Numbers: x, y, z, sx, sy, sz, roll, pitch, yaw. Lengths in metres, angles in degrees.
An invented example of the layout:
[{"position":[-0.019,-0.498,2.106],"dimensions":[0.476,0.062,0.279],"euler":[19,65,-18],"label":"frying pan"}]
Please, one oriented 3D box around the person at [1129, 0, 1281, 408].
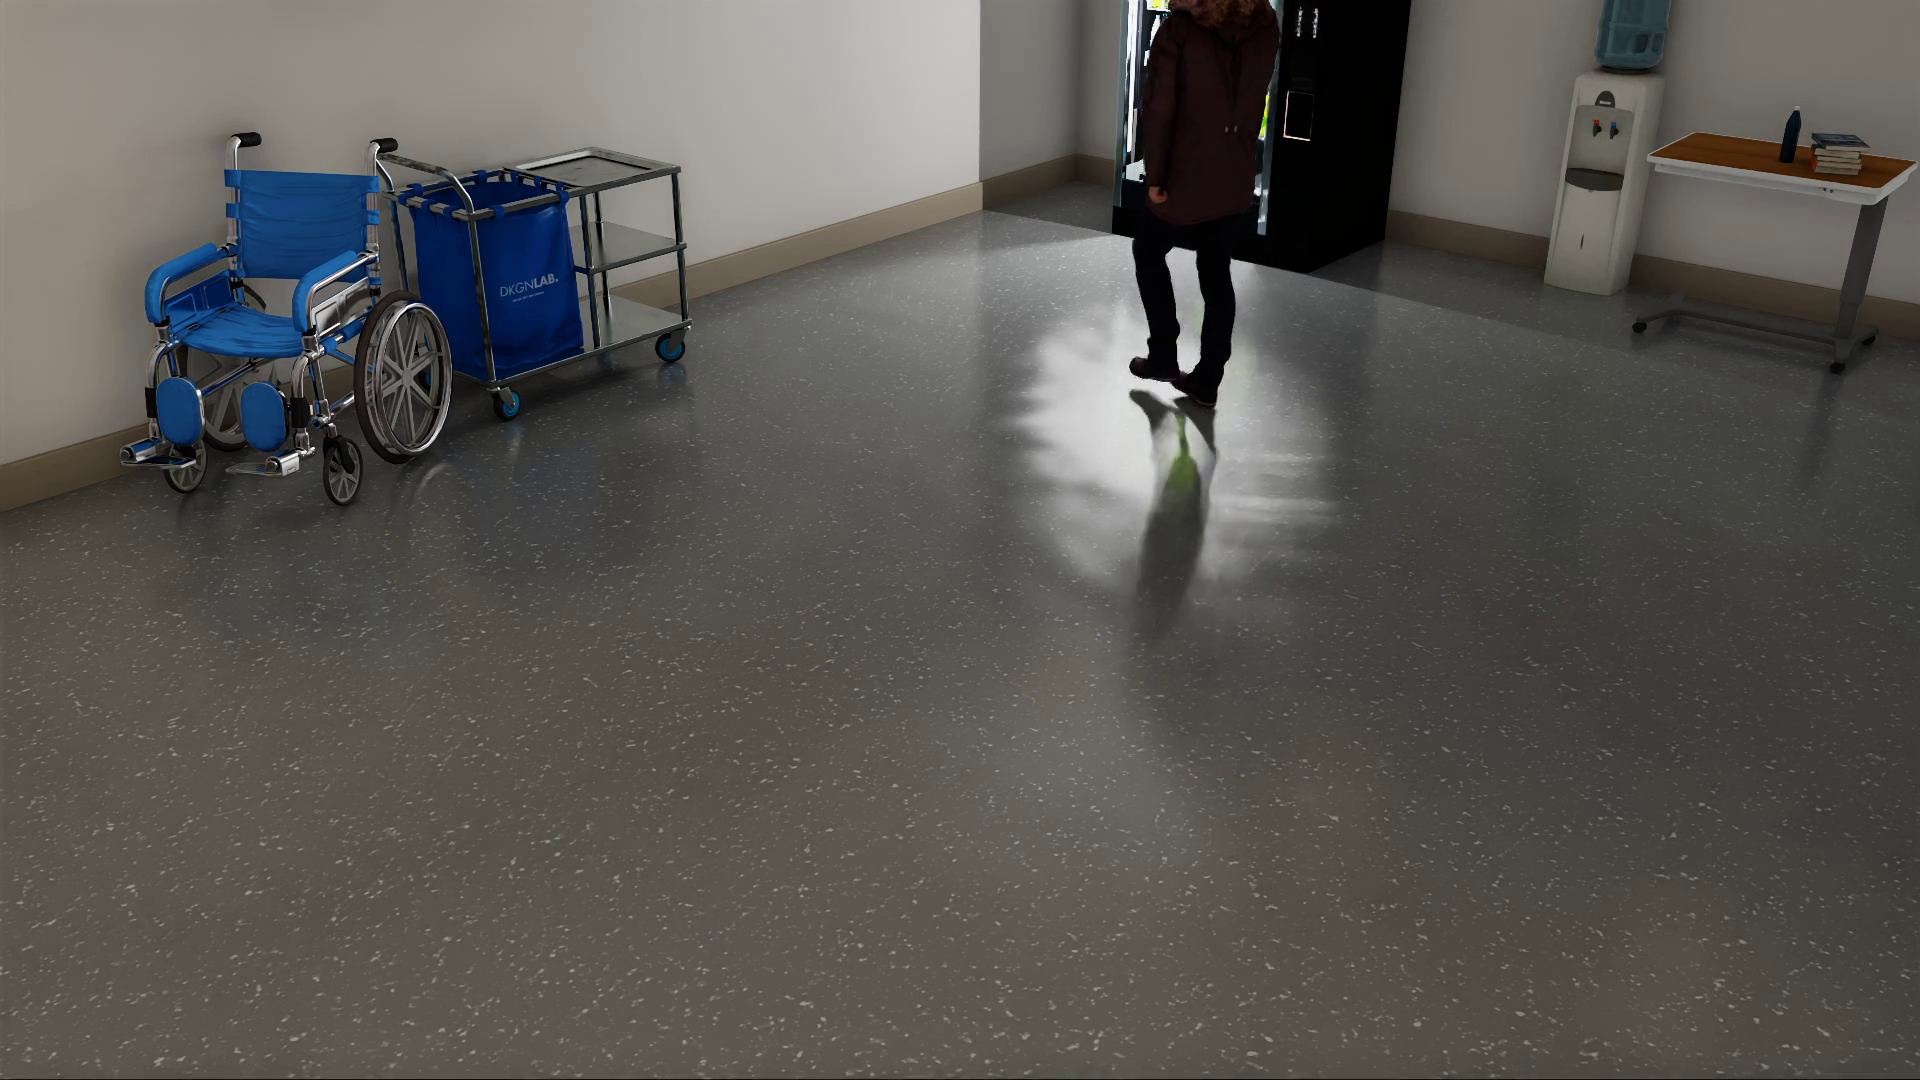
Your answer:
[{"position":[0.984,-1.392,6.439],"dimensions":[0.897,1.829,0.918],"euler":[-11,28,-22],"label":"person"}]
